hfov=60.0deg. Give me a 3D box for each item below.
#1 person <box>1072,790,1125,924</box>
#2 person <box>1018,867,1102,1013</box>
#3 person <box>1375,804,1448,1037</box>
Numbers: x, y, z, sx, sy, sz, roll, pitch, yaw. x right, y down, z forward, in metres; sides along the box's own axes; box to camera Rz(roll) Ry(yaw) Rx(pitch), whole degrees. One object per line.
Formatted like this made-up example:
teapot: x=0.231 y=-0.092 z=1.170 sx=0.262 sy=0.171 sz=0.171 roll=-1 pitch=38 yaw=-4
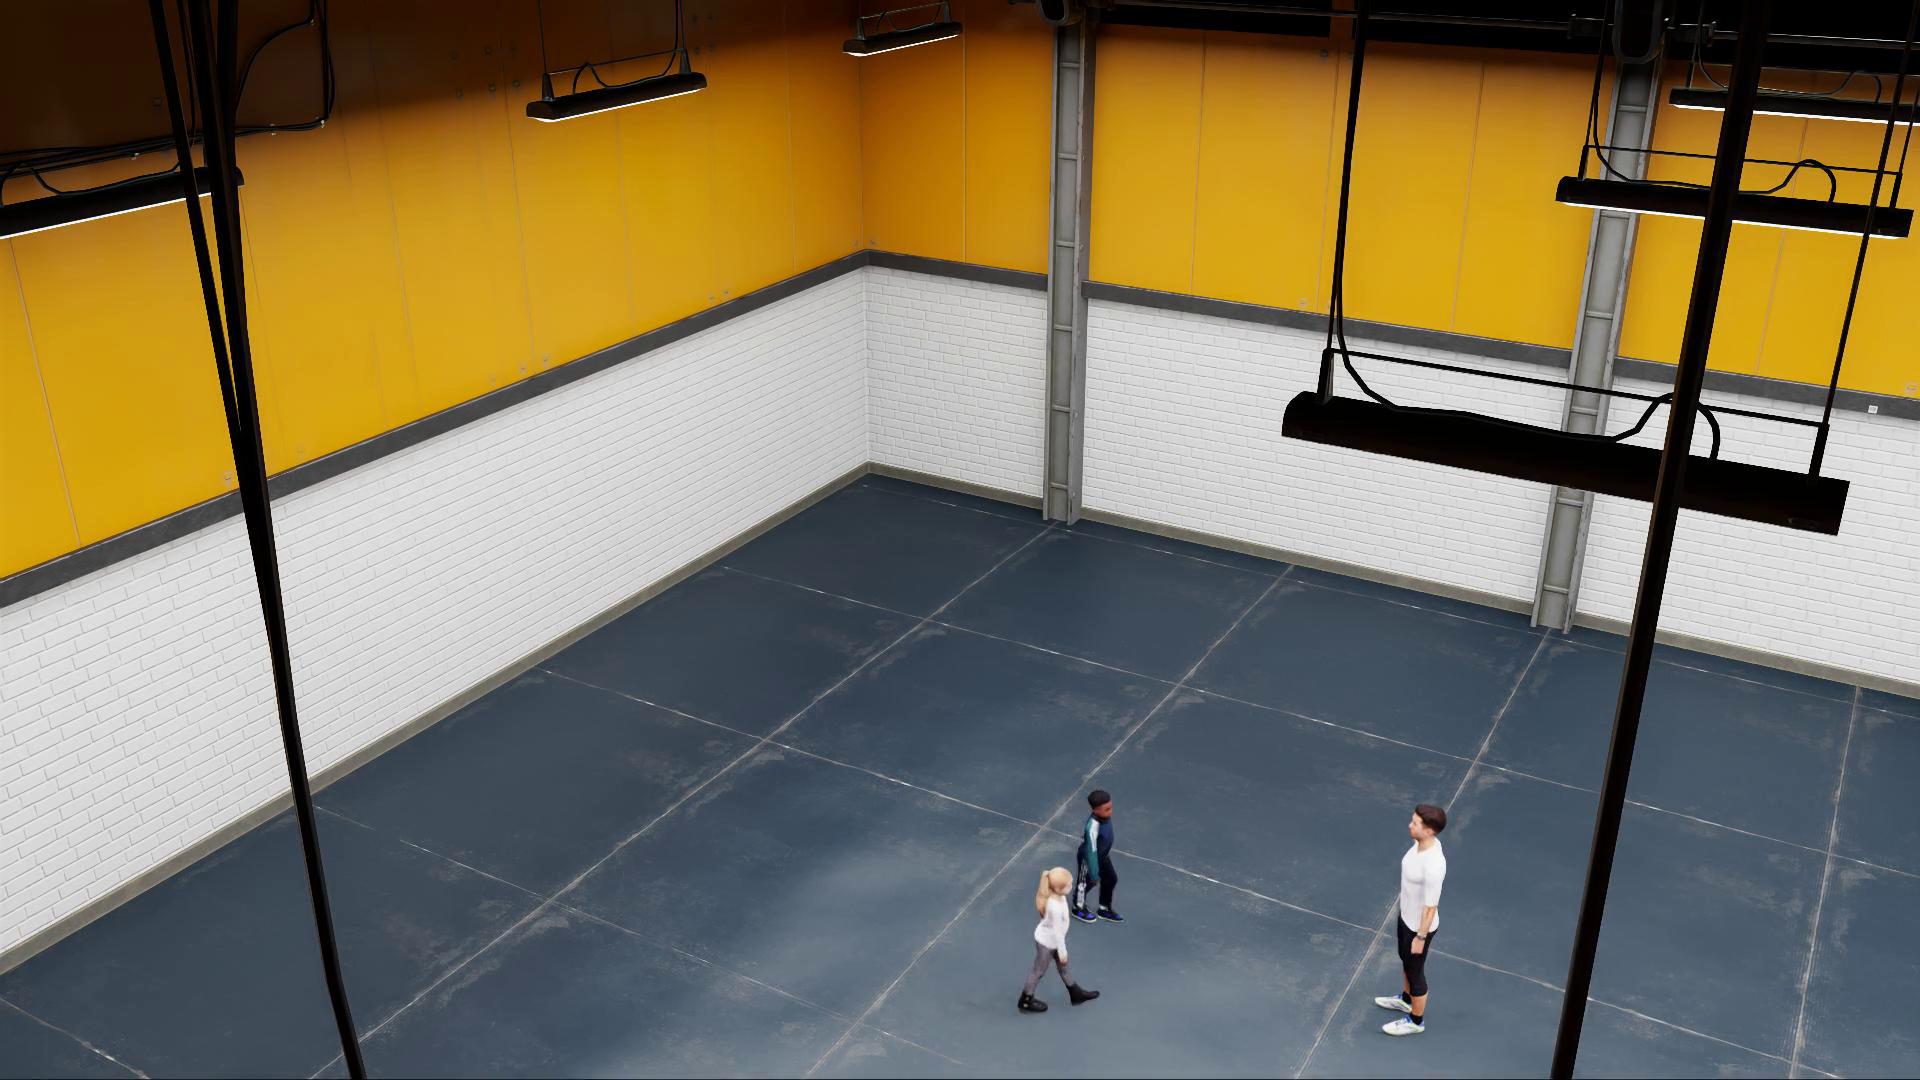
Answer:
person: x=1.016 y=2.478 z=13.111 sx=0.621 sy=1.234 sz=0.512 roll=14 pitch=27 yaw=28
person: x=0.586 y=2.913 z=12.092 sx=0.904 sy=1.252 sz=0.724 roll=1 pitch=24 yaw=1
person: x=3.266 y=2.690 z=11.857 sx=0.718 sy=1.851 sz=0.752 roll=2 pitch=24 yaw=4
